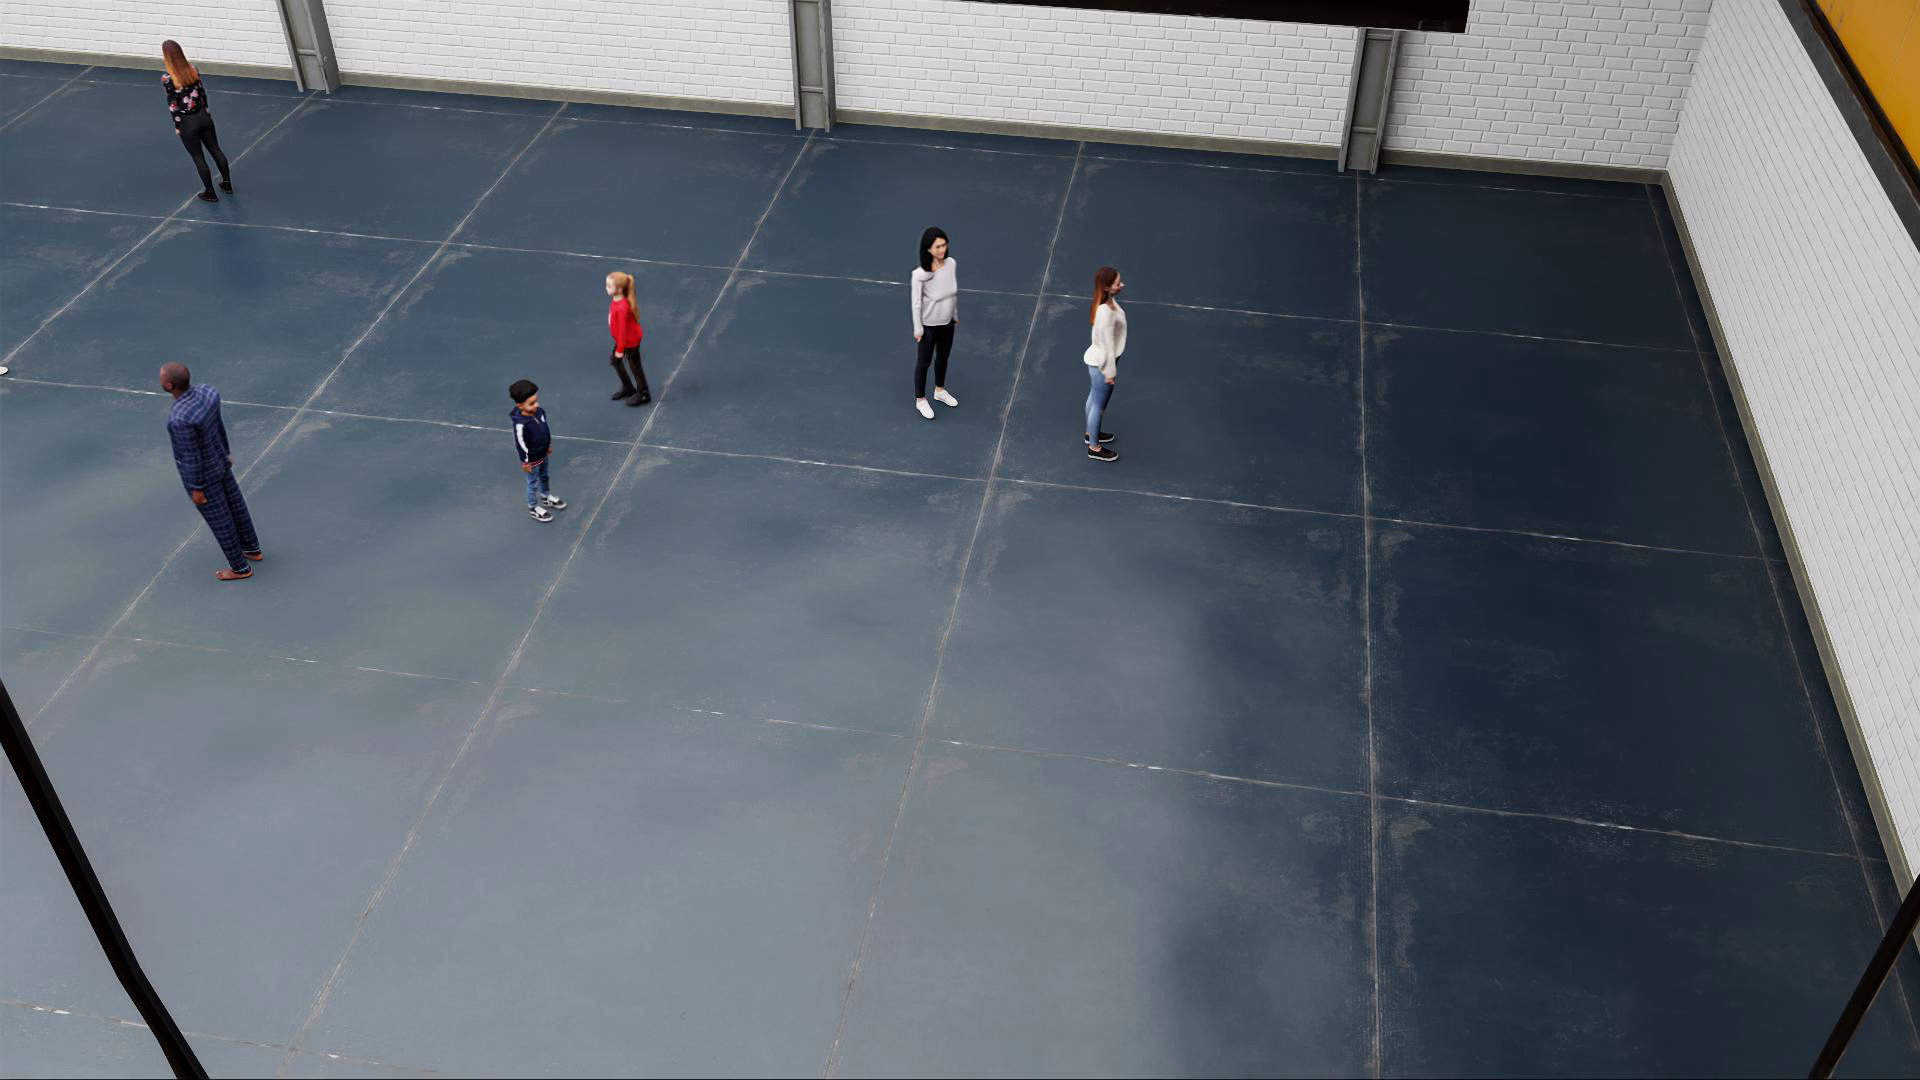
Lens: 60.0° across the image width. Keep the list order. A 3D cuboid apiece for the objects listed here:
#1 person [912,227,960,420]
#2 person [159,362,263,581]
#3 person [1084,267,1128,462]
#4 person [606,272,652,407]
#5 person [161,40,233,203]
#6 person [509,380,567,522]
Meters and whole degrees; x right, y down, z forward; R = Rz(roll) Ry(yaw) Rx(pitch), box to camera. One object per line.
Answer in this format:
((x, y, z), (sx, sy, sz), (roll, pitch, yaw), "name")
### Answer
((-0.205, -1.827, 13.821), (0.698, 1.700, 0.738), (-29, 47, -31), "person")
((-5.461, -0.510, 12.072), (0.605, 1.824, 0.679), (5, 39, 6), "person")
((1.145, -1.426, 13.325), (0.595, 1.692, 0.649), (0, 39, 1), "person")
((-2.747, -1.698, 14.000), (0.666, 1.274, 0.614), (-12, 40, -15), "person")
((-7.774, -4.261, 16.884), (0.639, 1.681, 0.642), (23, 44, 26), "person")
((-3.281, -0.706, 12.800), (0.528, 1.222, 0.548), (15, 41, 18), "person")
